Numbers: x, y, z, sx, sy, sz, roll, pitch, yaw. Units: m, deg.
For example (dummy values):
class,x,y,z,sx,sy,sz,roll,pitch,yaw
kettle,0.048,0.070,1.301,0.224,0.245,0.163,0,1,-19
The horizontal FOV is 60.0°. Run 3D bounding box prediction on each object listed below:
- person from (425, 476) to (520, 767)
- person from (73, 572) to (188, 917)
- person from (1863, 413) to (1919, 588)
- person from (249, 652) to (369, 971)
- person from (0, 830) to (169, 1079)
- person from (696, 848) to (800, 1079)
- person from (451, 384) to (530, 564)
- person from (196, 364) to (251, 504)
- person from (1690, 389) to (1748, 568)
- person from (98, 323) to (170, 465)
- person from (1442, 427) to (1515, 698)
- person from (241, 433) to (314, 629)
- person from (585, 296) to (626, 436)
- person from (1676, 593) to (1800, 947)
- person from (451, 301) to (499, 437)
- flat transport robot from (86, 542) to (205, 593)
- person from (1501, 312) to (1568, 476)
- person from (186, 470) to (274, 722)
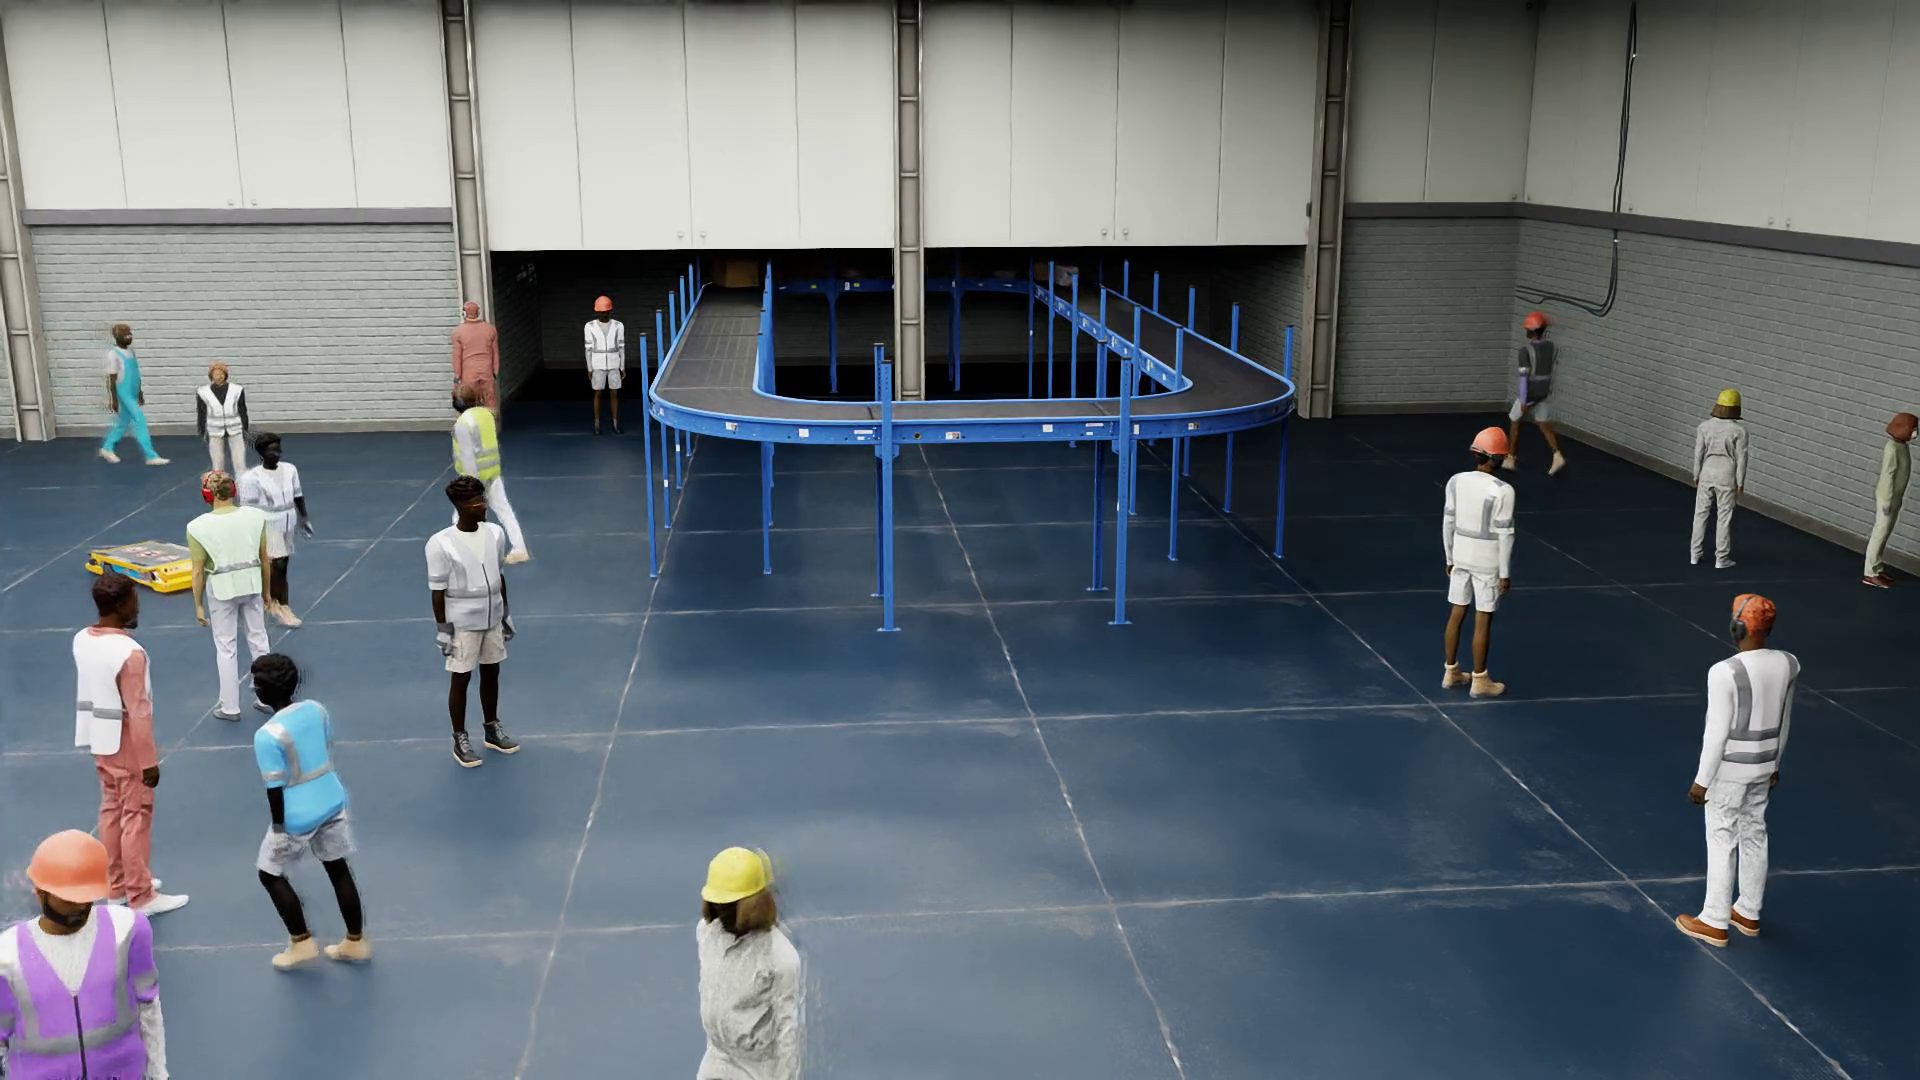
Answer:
class,x,y,z,sx,sy,sz,roll,pitch,yaw
person,-3.264,0.530,11.182,0.361,1.965,0.613,10,17,35
person,-4.522,1.115,8.973,0.584,1.910,0.397,10,17,36
person,8.697,-0.384,15.518,0.268,1.632,0.506,12,18,39
person,-3.299,1.378,8.404,0.506,1.662,0.535,4,15,17
person,-3.136,1.915,5.802,0.692,1.906,0.456,-9,16,-31
person,-0.807,1.936,6.046,0.504,1.723,0.686,9,17,33
person,-4.689,-0.632,16.221,0.989,1.790,0.610,4,15,17
person,-8.278,-1.171,18.722,0.539,1.608,0.599,-7,16,-27
person,7.388,-0.602,16.167,0.302,1.743,0.494,-13,19,-43
person,-10.540,-1.833,20.969,0.912,1.814,0.515,0,14,0
person,3.909,0.160,12.509,0.397,2.043,0.609,-9,16,-31
person,-5.794,-0.089,14.262,0.715,1.670,0.541,7,16,25
person,-4.891,-2.410,23.012,0.547,1.934,0.375,-4,15,-17
person,4.066,1.197,8.684,0.583,1.882,0.338,-6,15,-24
person,-6.561,-2.280,22.542,0.638,1.913,0.409,-9,17,-33
flat transport robot,-7.639,0.231,15.821,1.431,0.197,0.652,10,17,35
person,7.088,-1.791,20.409,0.608,2.009,0.977,-6,15,-23
person,-5.213,0.407,11.947,0.394,1.836,0.560,13,19,42
